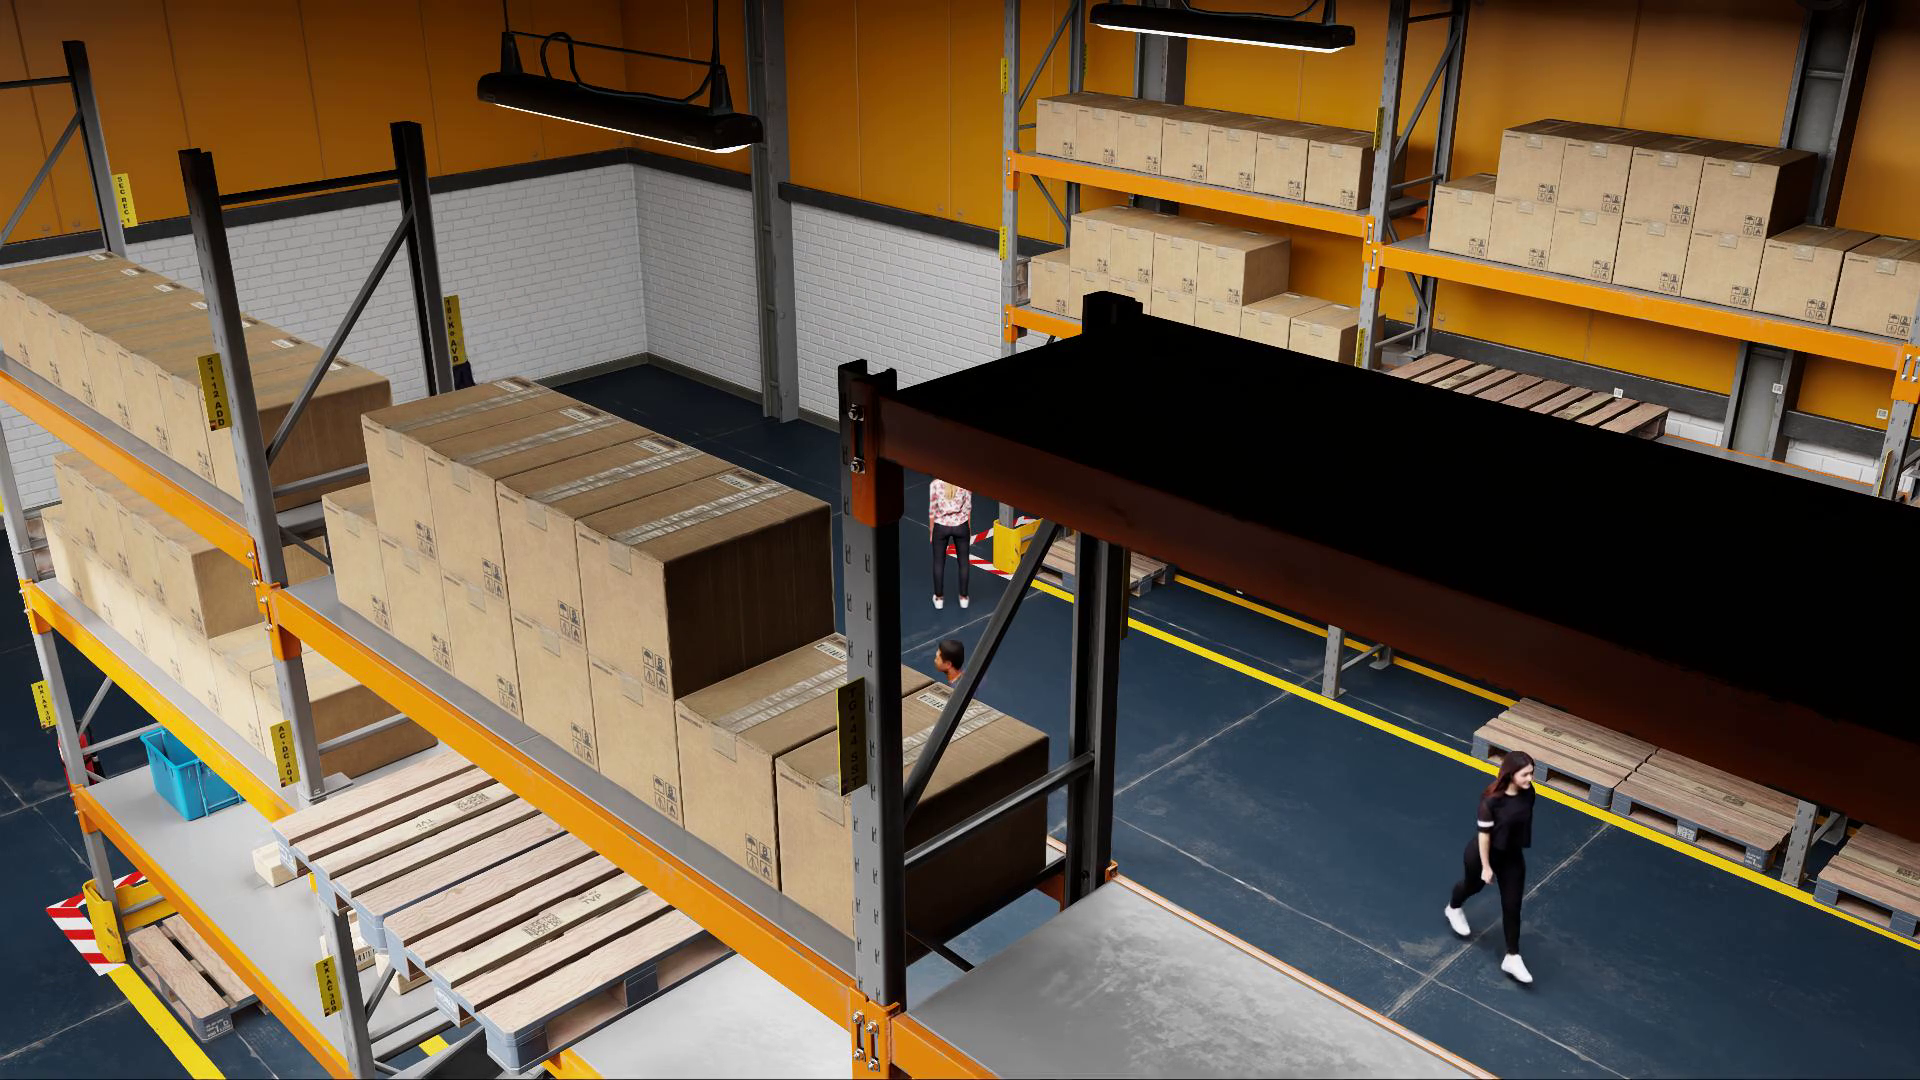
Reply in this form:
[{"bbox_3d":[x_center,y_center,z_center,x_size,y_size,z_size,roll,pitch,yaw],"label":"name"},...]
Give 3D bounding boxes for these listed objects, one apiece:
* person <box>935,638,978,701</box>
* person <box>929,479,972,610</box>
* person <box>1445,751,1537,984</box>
[{"bbox_3d":[0.088,1.556,12.286,0.923,1.767,0.860,0,24,1],"label":"person"},{"bbox_3d":[-0.088,-0.103,16.254,0.634,1.628,0.686,-1,24,-3],"label":"person"},{"bbox_3d":[3.565,2.103,11.247,0.934,1.596,1.182,-8,25,-18],"label":"person"}]
